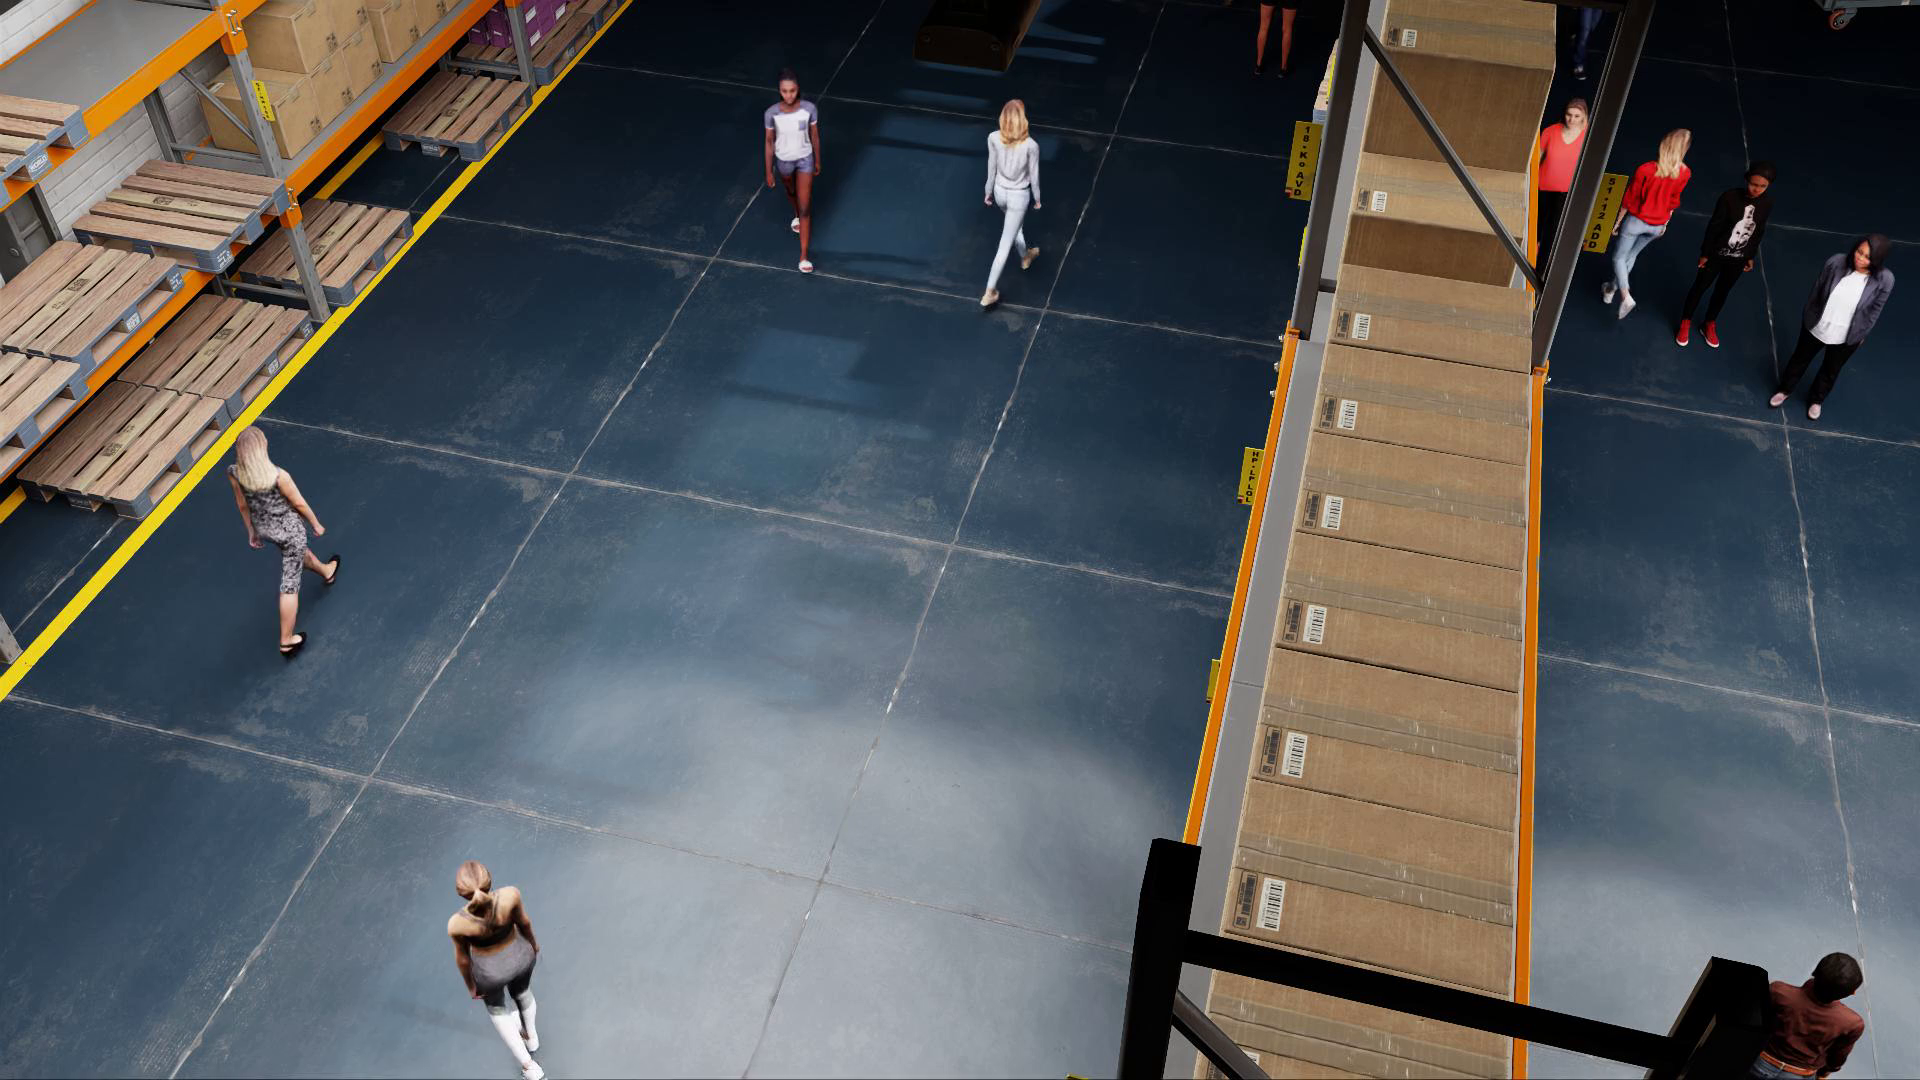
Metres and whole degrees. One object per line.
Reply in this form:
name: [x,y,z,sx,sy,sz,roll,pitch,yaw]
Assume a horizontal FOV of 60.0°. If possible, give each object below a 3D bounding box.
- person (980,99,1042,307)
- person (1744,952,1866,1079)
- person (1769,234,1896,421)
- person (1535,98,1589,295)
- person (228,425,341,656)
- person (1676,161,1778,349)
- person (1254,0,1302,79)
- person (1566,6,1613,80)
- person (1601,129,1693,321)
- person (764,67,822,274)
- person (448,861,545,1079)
person: [0.395,-2.739,13.694,0.826,1.743,1.268,21,47,21]
person: [3.994,2.552,8.113,0.685,1.781,0.577,17,46,18]
person: [6.658,-1.636,12.643,0.751,1.596,0.758,24,48,23]
person: [5.011,-2.971,14.011,0.773,1.643,1.163,19,47,19]
person: [-4.462,0.044,10.845,0.622,1.645,1.154,8,44,8]
person: [6.128,-2.303,13.287,0.623,1.675,0.564,4,44,5]
person: [3.198,-5.468,16.561,0.609,1.740,0.519,14,45,14]
person: [6.341,-5.486,16.733,0.757,1.529,1.076,-3,44,-3]
person: [5.581,-2.521,13.520,0.773,1.668,1.007,-2,44,-2]
person: [-1.423,-3.255,14.291,0.923,1.667,1.299,-3,44,-4]
person: [-2.315,2.228,8.520,0.864,1.690,0.913,-24,48,-23]
